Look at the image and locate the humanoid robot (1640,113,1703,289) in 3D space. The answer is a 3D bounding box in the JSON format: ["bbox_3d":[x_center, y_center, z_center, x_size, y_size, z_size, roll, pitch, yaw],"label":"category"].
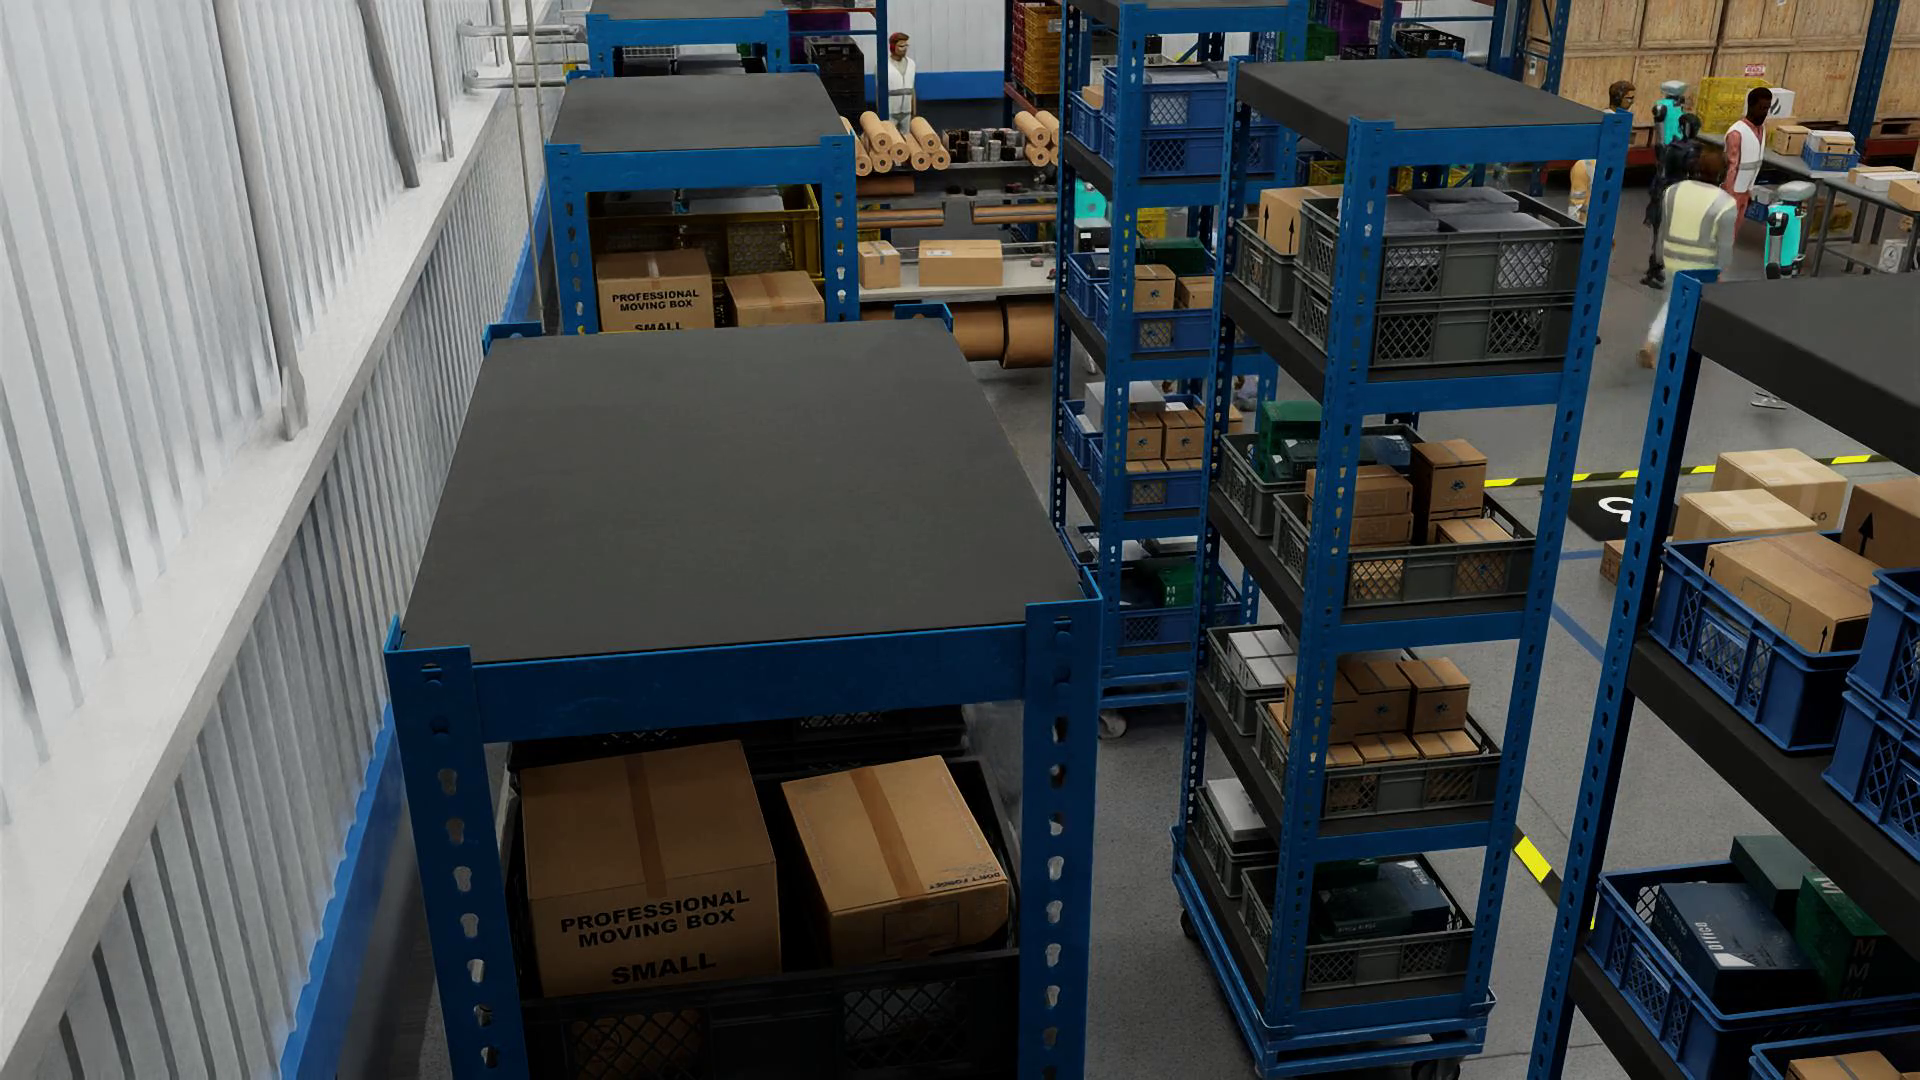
[{"bbox_3d":[6.622,-3.178,15.539,0.609,1.647,0.424,-13,28,-25],"label":"humanoid robot"}]

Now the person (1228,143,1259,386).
[{"bbox_3d":[2.252,-2.215,13.003,0.398,2.035,0.613,2,25,5],"label":"person"}]

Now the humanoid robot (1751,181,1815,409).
[{"bbox_3d":[6.217,-1.771,12.235,0.735,1.673,0.533,17,30,33],"label":"humanoid robot"}]

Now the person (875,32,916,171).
[{"bbox_3d":[-0.731,-4.845,18.959,0.564,1.836,0.383,-19,31,-36],"label":"person"}]

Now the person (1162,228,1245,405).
[{"bbox_3d":[1.595,-1.114,10.831,0.587,1.848,0.396,-4,25,-9],"label":"person"}]

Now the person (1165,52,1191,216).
[{"bbox_3d":[2.358,-4.424,18.149,0.319,1.740,0.488,-22,33,-40],"label":"person"}]

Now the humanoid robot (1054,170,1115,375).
[{"bbox_3d":[0.940,-2.288,13.567,0.535,1.775,0.997,-5,25,-12],"label":"humanoid robot"}]

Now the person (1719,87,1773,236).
[{"bbox_3d":[7.097,-3.172,15.227,0.396,1.915,0.587,22,33,39],"label":"person"}]

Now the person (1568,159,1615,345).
[{"bbox_3d":[5.274,-2.561,13.869,0.541,1.938,0.356,-14,28,-27],"label":"person"}]

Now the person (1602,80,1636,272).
[{"bbox_3d":[6.195,-3.486,16.005,0.342,1.837,0.508,5,25,10],"label":"person"}]

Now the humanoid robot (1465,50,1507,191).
[{"bbox_3d":[5.769,-4.344,18.010,0.547,1.775,0.948,-19,31,-35],"label":"humanoid robot"}]

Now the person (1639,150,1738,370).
[{"bbox_3d":[5.751,-2.142,13.086,0.474,1.830,0.646,-16,29,-31],"label":"person"}]

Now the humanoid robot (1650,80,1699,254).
[{"bbox_3d":[7.197,-3.549,16.320,0.948,1.809,0.592,22,32,39],"label":"humanoid robot"}]

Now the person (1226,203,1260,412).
[{"bbox_3d":[2.202,-1.852,12.533,0.323,1.767,0.529,-14,28,-28],"label":"person"}]

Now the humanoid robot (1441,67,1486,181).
[{"bbox_3d":[5.015,-4.074,17.456,0.560,1.825,0.914,-15,29,-30],"label":"humanoid robot"}]

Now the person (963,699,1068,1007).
[{"bbox_3d":[0.181,1.012,6.216,0.530,1.847,0.684,-2,25,-5],"label":"person"}]
